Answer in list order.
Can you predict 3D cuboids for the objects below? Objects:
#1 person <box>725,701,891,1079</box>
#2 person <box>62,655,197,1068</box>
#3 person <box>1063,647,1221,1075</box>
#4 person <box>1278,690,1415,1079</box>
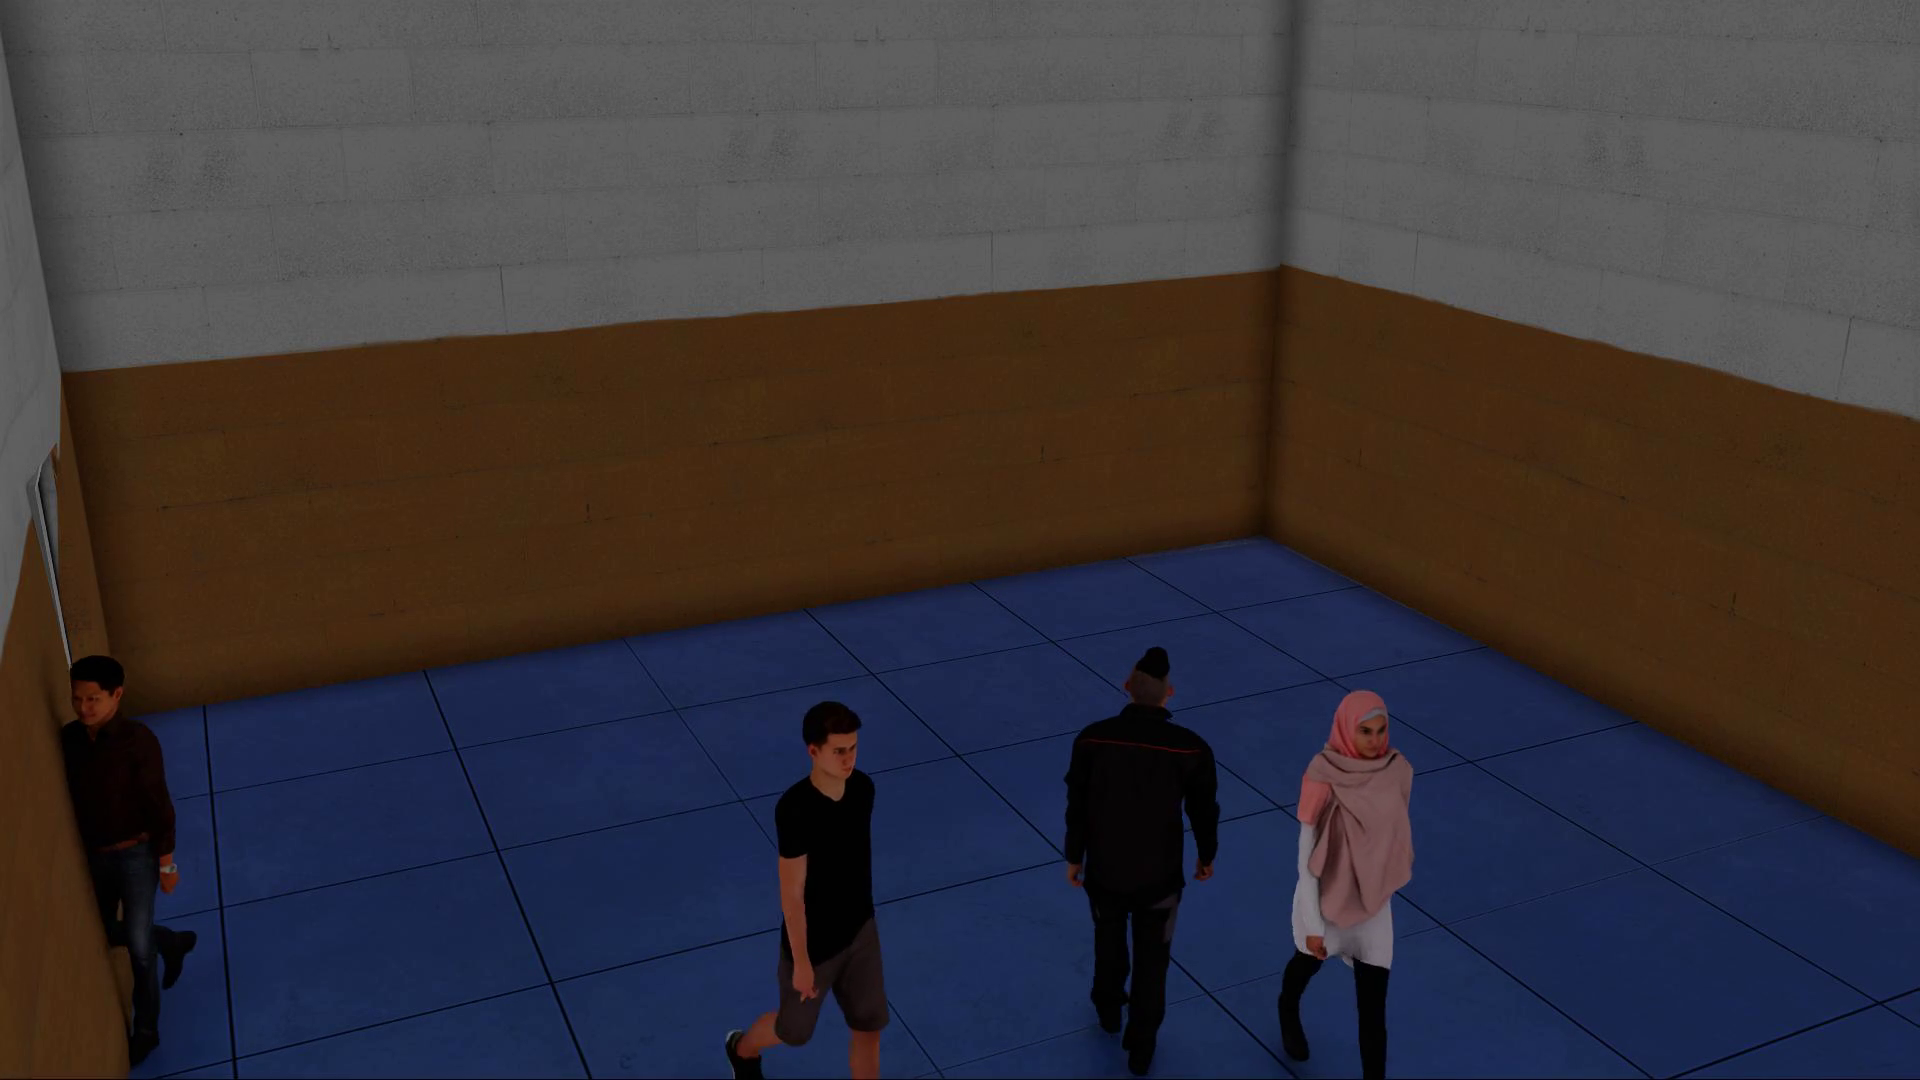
[{"bbox_3d":[-0.572,1.461,6.313,1.053,1.837,1.206,17,25,40],"label":"person"},{"bbox_3d":[-3.461,1.284,6.949,0.968,1.767,0.988,3,19,8],"label":"person"},{"bbox_3d":[0.705,1.313,6.701,0.923,1.846,1.006,4,19,11],"label":"person"},{"bbox_3d":[1.459,1.420,6.578,1.228,1.746,0.907,-4,19,-11],"label":"person"}]
